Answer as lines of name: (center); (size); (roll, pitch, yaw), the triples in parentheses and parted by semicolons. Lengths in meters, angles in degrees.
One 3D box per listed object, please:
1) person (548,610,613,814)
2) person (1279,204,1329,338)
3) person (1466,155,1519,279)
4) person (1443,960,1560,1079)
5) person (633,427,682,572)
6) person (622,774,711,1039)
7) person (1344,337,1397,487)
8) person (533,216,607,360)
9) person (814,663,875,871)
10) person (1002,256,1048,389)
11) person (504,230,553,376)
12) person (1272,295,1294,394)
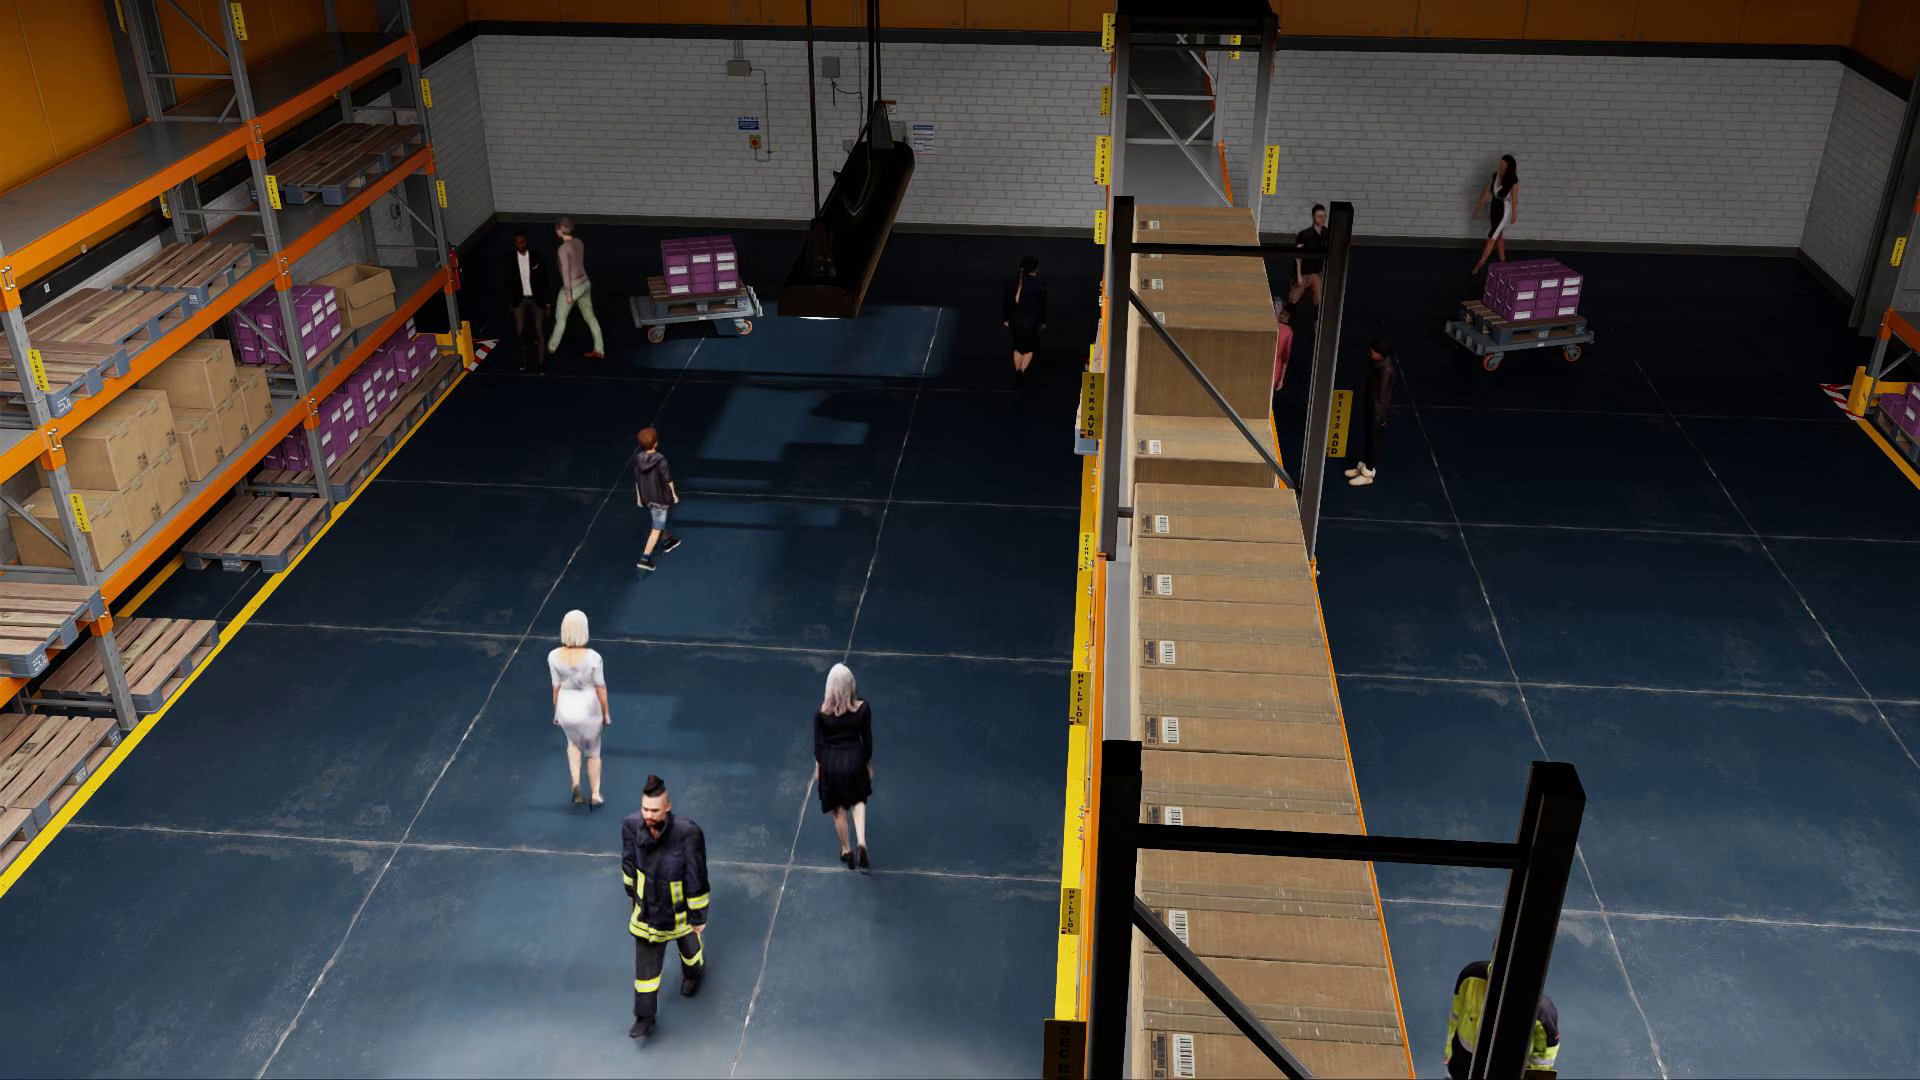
person: (-2.897, 1.361, 12.625); (0.595, 1.735, 0.628); (1, 29, 1)
person: (4.420, -3.425, 21.345); (0.950, 1.787, 1.310); (-7, 29, -13)
person: (7.665, -4.568, 23.471); (1.076, 1.758, 1.130); (-14, 32, -25)
person: (3.037, 2.968, 9.422); (0.864, 1.982, 0.900); (25, 38, 38)
person: (-2.989, -0.375, 16.143); (0.810, 1.416, 1.055); (15, 32, 26)
person: (-1.878, 2.266, 10.869); (0.819, 1.829, 1.072); (5, 29, 9)
person: (4.448, -1.386, 17.741); (0.662, 1.660, 0.592); (15, 32, 26)
person: (-4.708, -3.093, 20.685); (0.978, 1.838, 1.172); (11, 31, 20)
person: (-0.824, 1.707, 11.988); (0.752, 1.738, 0.885); (-8, 30, -14)
person: (0.762, -2.552, 19.889); (0.823, 1.649, 0.923); (6, 29, 11)
person: (-5.298, -2.948, 20.460); (0.751, 1.799, 0.759); (-6, 29, -11)
person: (3.358, -1.753, 18.268); (0.767, 1.800, 1.016); (-1, 29, -2)
